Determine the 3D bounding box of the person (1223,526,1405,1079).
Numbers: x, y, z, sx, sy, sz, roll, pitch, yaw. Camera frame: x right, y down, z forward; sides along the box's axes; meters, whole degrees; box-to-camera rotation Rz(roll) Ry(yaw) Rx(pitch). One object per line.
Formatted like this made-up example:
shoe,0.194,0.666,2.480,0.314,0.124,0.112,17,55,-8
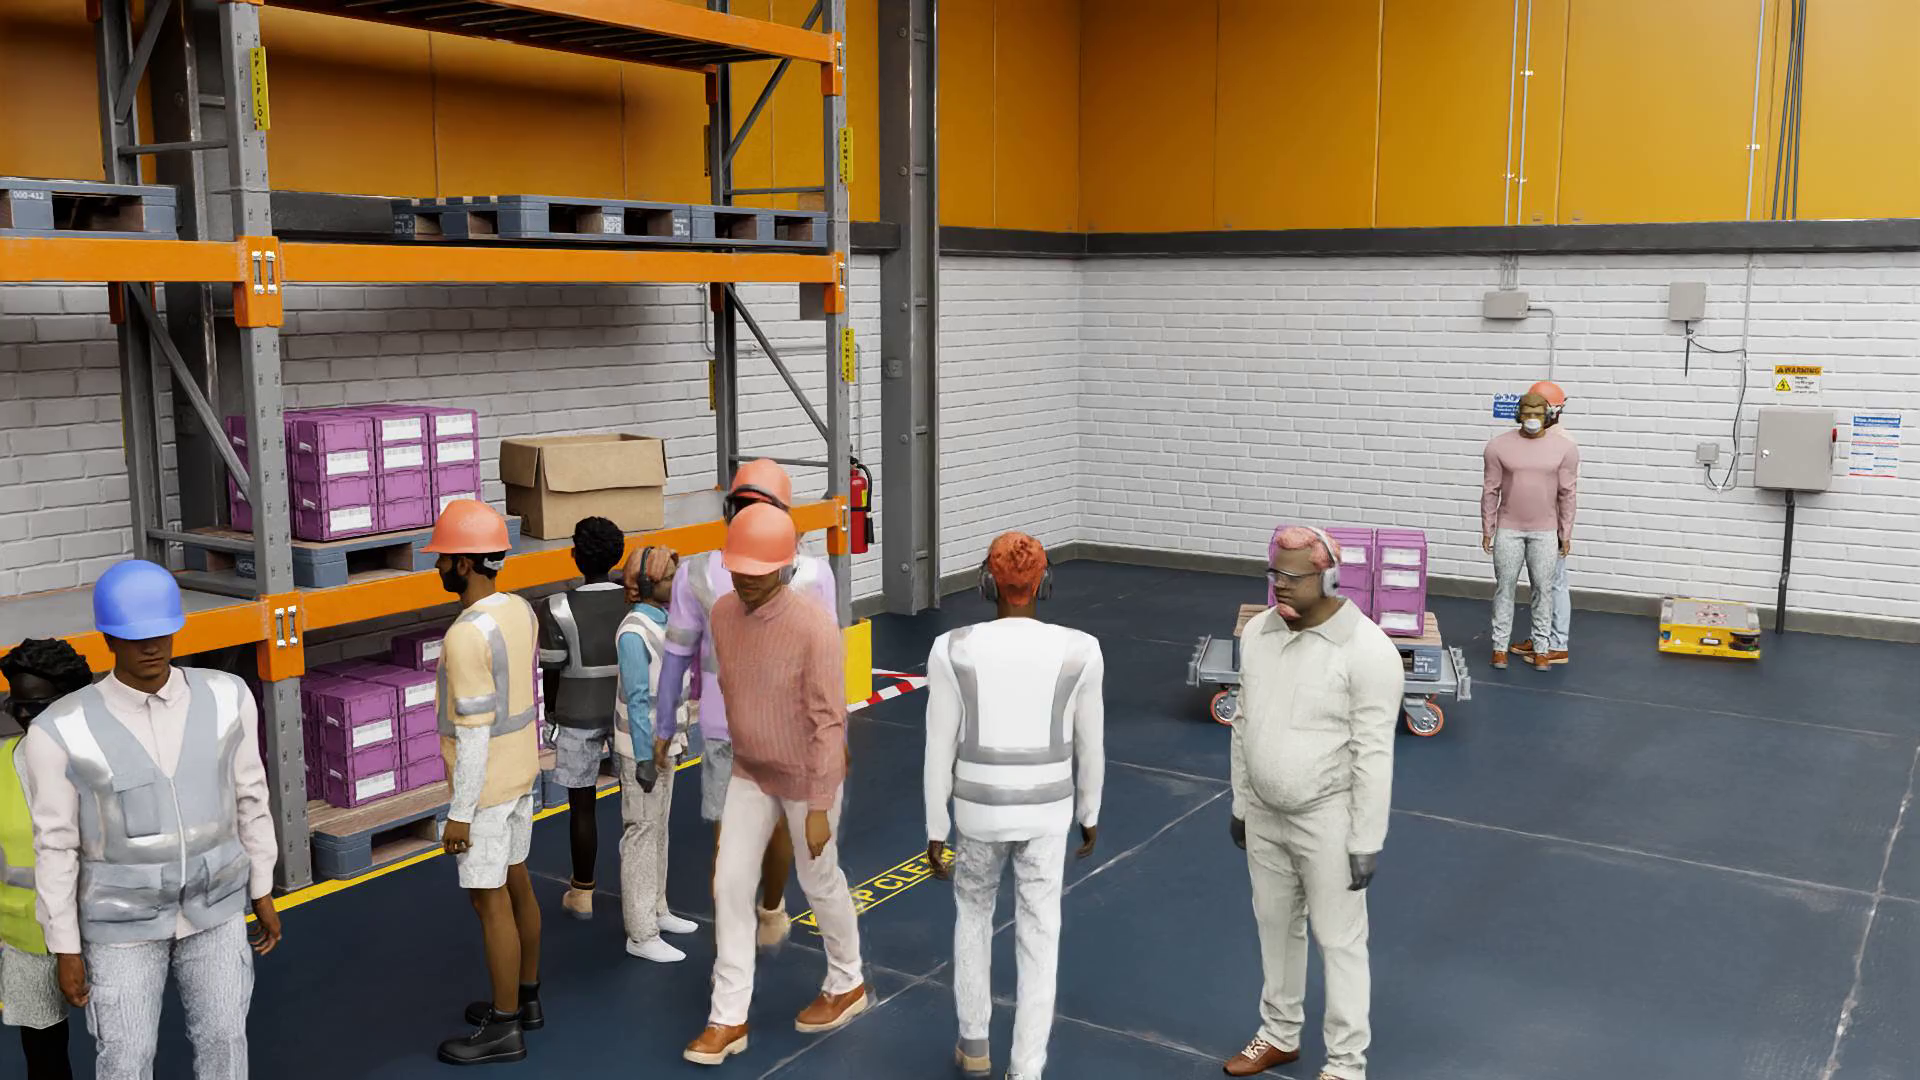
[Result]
person,1.107,0.893,5.391,0.396,1.900,0.639,-7,11,-37

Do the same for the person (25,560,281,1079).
person,-2.166,1.006,4.524,0.612,1.942,0.405,-8,12,-43

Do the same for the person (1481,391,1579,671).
person,3.908,-0.061,11.467,0.625,1.934,0.377,3,9,19

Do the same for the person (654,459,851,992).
person,-0.796,0.692,6.368,0.747,1.985,0.910,-1,9,-4

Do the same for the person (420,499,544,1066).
person,-1.635,0.824,5.697,0.358,1.938,0.542,1,9,4

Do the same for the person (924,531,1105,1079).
person,0.182,0.893,5.461,0.592,1.861,0.662,0,9,1

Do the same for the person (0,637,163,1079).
person,-2.497,1.101,4.673,0.540,1.695,0.317,0,9,-2

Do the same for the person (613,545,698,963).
person,-1.217,0.832,6.604,0.310,1.642,0.514,0,9,2

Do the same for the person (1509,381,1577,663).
person,4.116,-0.125,11.725,0.405,1.987,0.622,0,9,-2

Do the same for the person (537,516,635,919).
person,-1.504,0.741,7.002,0.540,1.700,0.316,-4,10,-26

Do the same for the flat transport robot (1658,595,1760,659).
flat transport robot,5.562,0.631,12.343,0.652,0.197,1.431,4,10,24

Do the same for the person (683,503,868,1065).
person,-0.628,0.822,5.678,0.639,1.936,0.916,6,11,34
